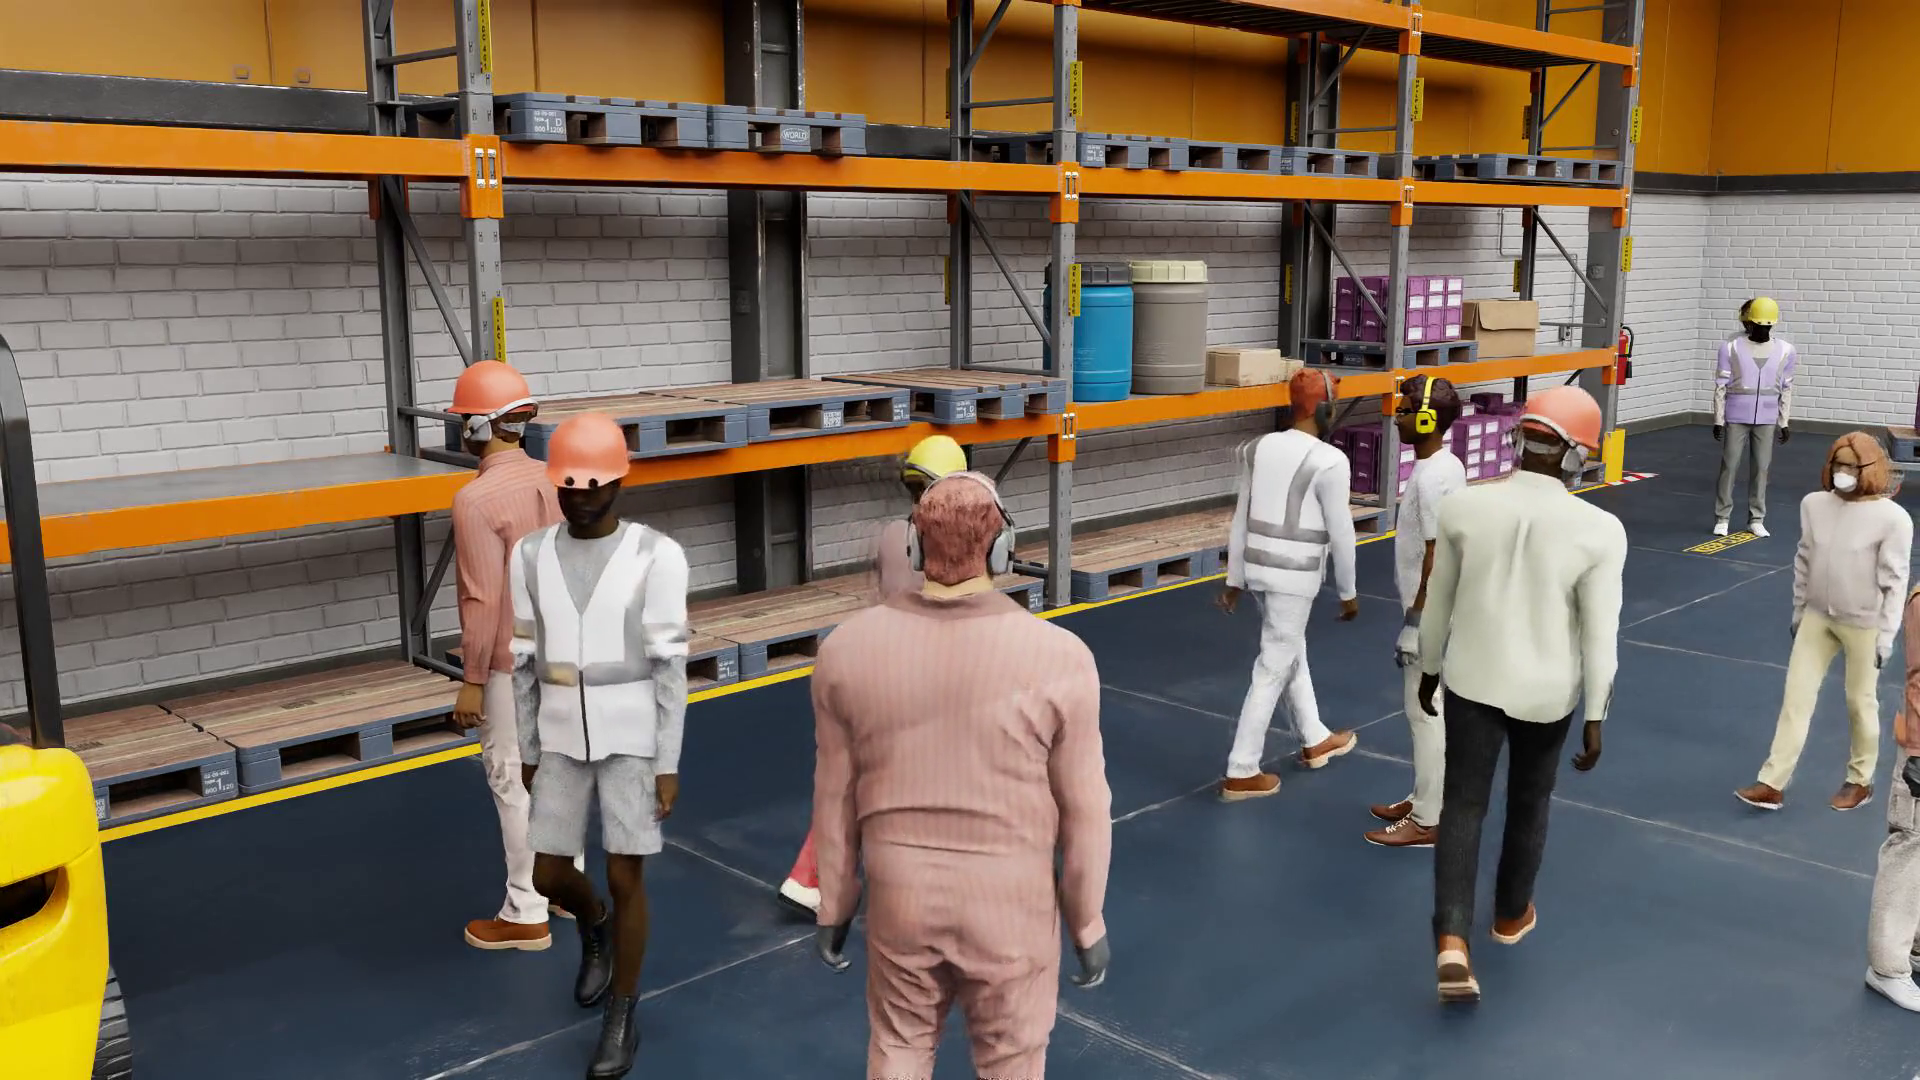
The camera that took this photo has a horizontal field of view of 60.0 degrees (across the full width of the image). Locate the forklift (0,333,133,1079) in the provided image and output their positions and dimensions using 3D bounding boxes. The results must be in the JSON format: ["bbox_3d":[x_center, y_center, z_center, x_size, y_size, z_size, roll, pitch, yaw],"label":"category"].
[{"bbox_3d":[-3.289,0.485,4.582,1.214,2.155,2.313,-10,14,-44],"label":"forklift"}]

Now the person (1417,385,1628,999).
[{"bbox_3d":[1.750,0.480,5.318,0.651,1.939,0.982,5,12,26],"label":"person"}]

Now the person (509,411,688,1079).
[{"bbox_3d":[-1.041,0.574,4.842,0.557,1.918,0.541,2,11,9],"label":"person"}]

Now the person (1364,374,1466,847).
[{"bbox_3d":[1.809,0.283,6.567,0.328,1.872,0.515,4,11,19],"label":"person"}]

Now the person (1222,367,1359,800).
[{"bbox_3d":[1.494,0.178,7.203,0.924,1.838,0.576,-6,12,-29],"label":"person"}]

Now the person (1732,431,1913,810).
[{"bbox_3d":[3.595,0.359,6.850,0.694,1.599,0.525,-6,12,-29],"label":"person"}]

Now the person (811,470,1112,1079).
[{"bbox_3d":[0.003,0.790,3.728,0.679,1.909,0.427,3,11,17],"label":"person"}]

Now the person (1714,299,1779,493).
[{"bbox_3d":[7.475,-1.366,15.713,0.529,1.820,0.993,10,14,43],"label":"person"}]

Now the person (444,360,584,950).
[{"bbox_3d":[-1.525,0.390,5.641,0.397,1.992,0.621,3,11,16],"label":"person"}]

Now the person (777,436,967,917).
[{"bbox_3d":[-0.207,0.500,5.814,0.917,1.714,0.565,-6,12,-31],"label":"person"}]

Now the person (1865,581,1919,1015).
[{"bbox_3d":[3.092,0.650,5.204,0.522,1.636,0.310,-8,13,-35],"label":"person"}]

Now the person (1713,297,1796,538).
[{"bbox_3d":[6.329,-0.974,13.288,0.584,1.919,0.375,2,11,12],"label":"person"}]
